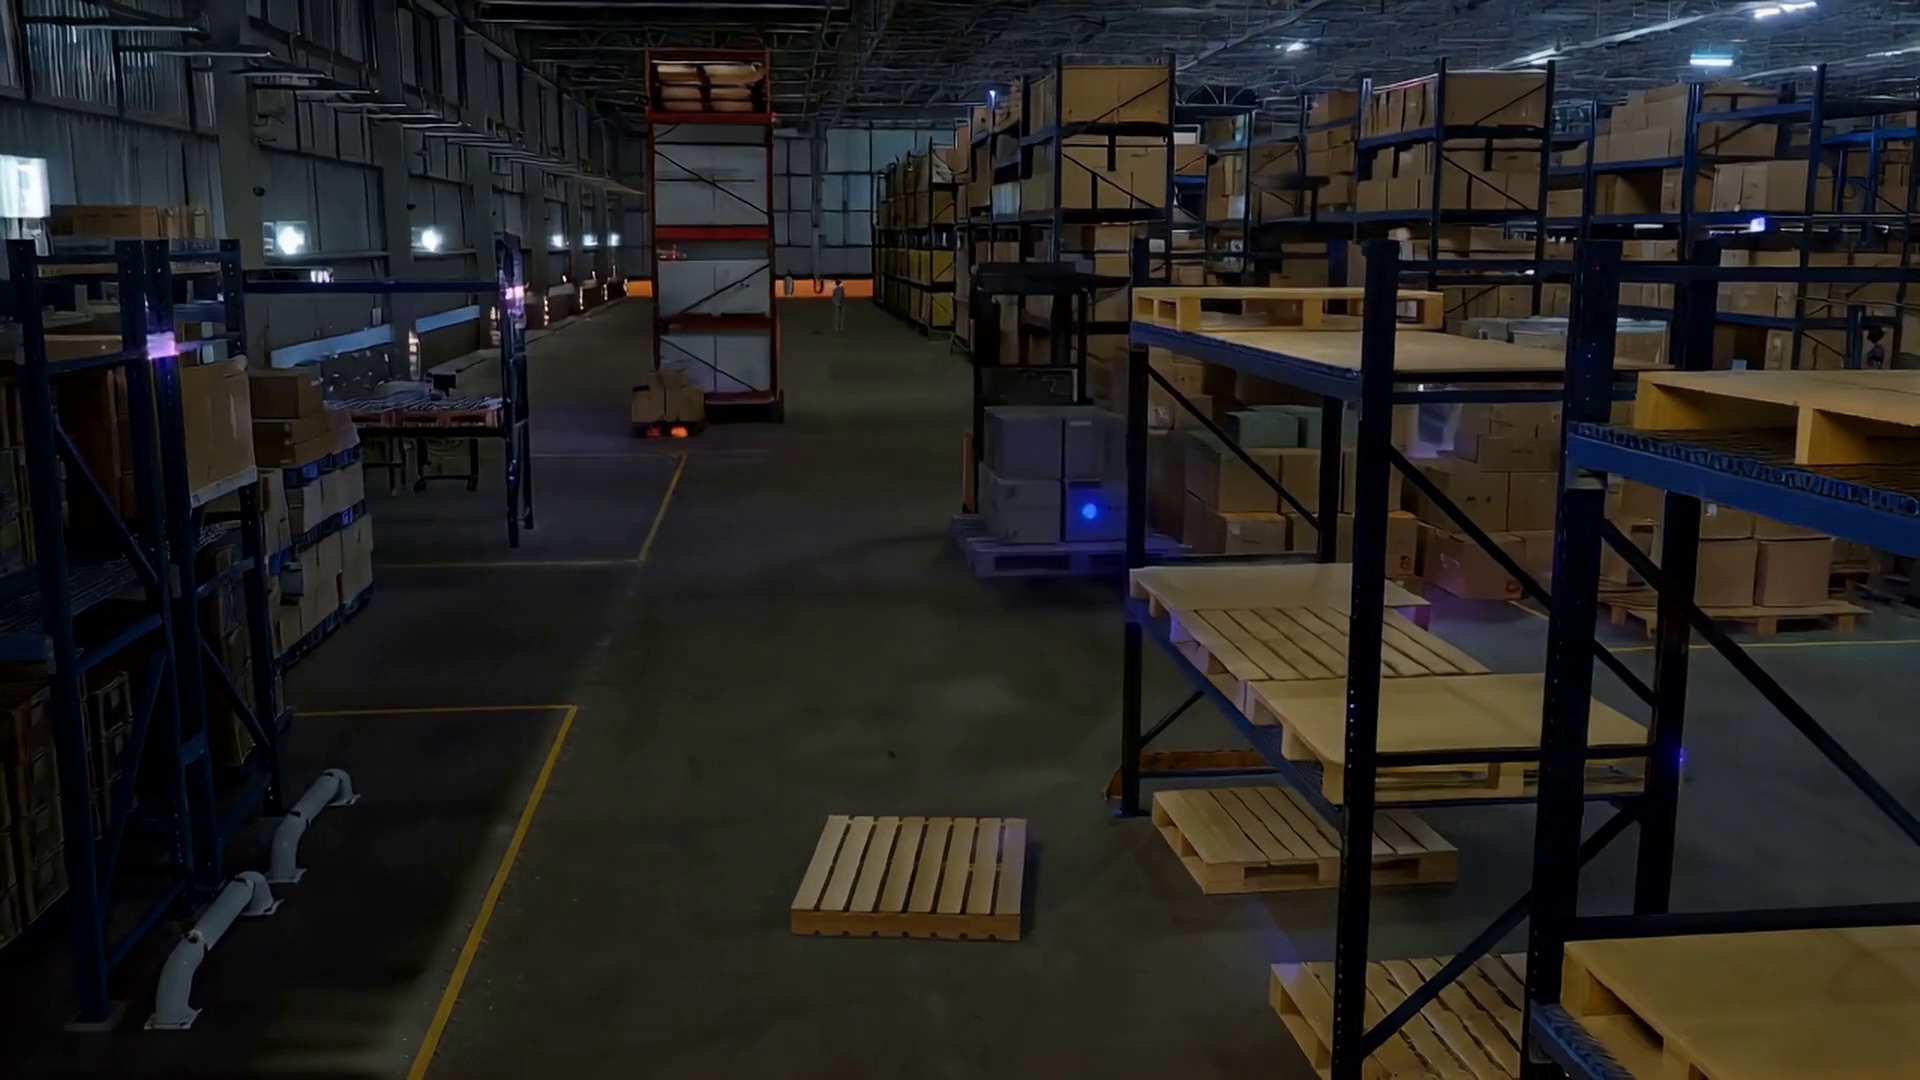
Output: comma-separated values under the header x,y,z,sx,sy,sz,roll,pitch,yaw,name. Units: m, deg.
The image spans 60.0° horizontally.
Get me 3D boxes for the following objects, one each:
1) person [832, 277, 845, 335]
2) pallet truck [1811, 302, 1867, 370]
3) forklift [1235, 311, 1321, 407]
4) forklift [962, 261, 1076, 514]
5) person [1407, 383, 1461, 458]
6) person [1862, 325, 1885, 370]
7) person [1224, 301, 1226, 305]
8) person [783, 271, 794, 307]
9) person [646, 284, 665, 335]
x,y,z,sx,sy,sz,roll,pitch,yaw,name
-3.906,-7.537,53.594,0.430,1.838,0.620,-1,10,-5,person
15.846,-3.142,28.793,1.885,1.965,0.823,2,10,12,pallet truck
5.846,-3.911,30.606,1.129,2.768,1.873,-1,10,-6,forklift
0.638,-1.349,16.409,1.129,2.768,1.873,-1,10,-6,forklift
4.995,-1.004,17.263,0.914,1.891,0.589,-4,11,-20,person
14.528,-2.575,26.484,0.319,1.696,0.532,3,11,15,person
9.288,-8.047,56.748,0.535,1.725,0.908,1,10,5,person
-7.781,-11.406,75.574,0.520,1.640,0.307,1,10,8,person
-8.370,-6.198,46.066,0.644,1.872,0.971,-3,11,-17,person
